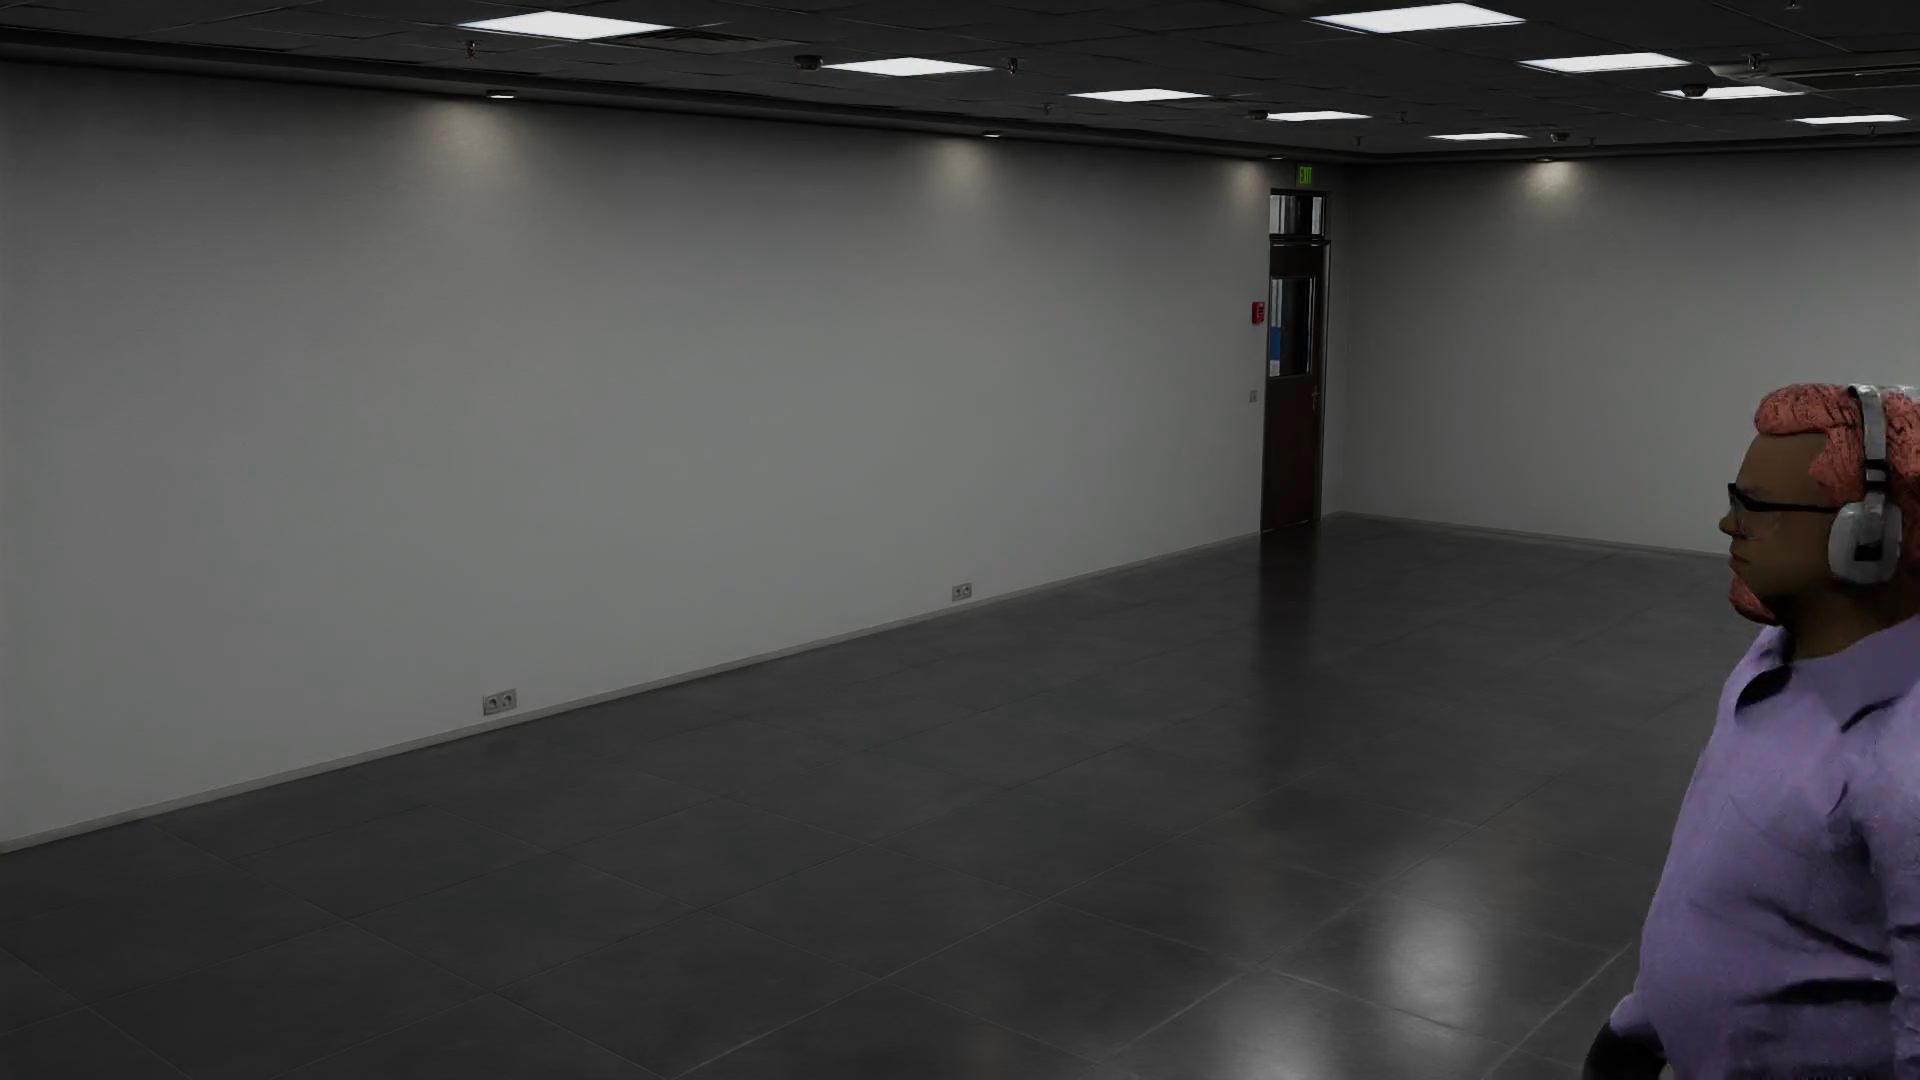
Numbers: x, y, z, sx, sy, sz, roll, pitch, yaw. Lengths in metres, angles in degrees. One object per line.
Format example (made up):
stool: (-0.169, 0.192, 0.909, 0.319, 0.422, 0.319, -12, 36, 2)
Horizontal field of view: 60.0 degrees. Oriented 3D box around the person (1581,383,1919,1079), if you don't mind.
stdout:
person: (1.129, 0.734, 2.090, 0.954, 1.870, 0.642, 3, 10, 18)
